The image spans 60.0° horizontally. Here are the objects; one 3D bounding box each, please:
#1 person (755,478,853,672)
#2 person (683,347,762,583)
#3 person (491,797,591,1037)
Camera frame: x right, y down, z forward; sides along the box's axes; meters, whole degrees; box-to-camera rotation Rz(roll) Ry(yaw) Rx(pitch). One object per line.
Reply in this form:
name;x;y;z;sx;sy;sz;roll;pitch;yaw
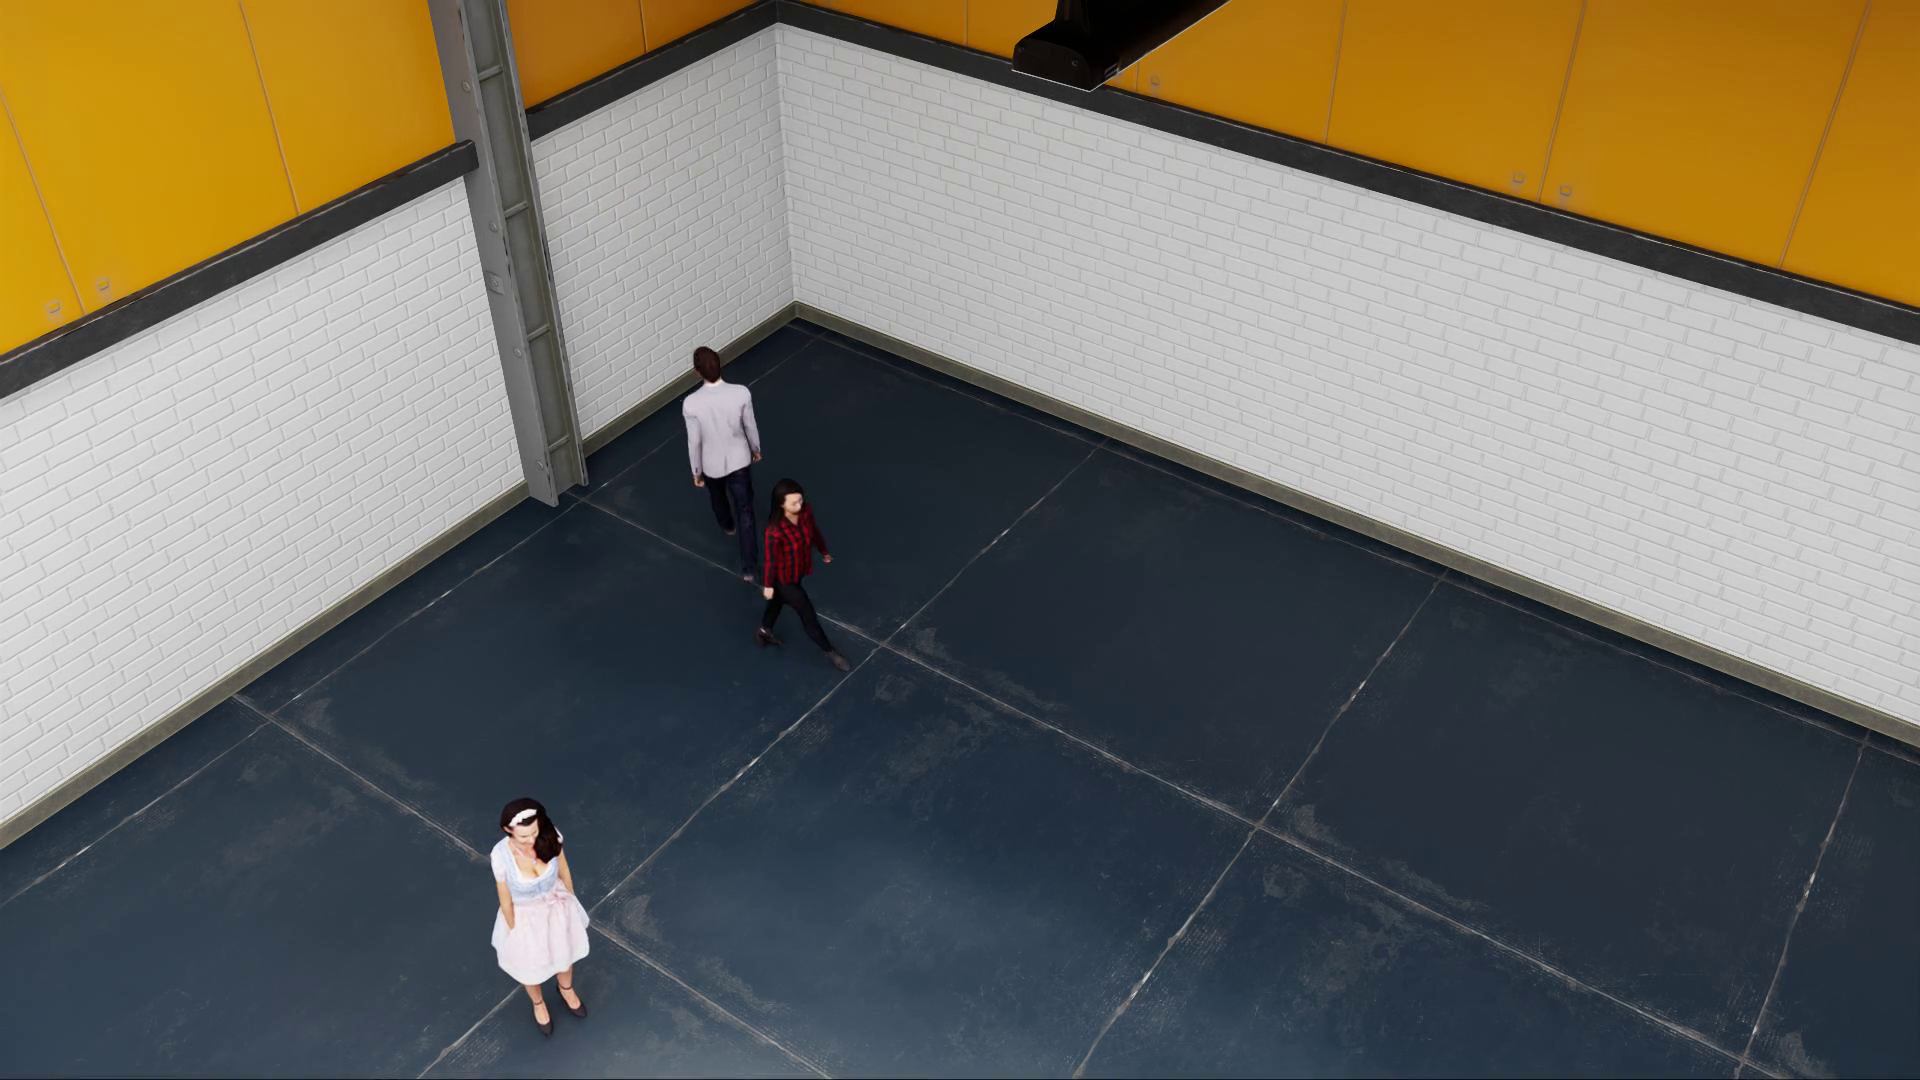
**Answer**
person;-1.239;0.207;11.326;0.822;1.614;1.006;16;41;19
person;-1.683;-0.510;12.071;1.253;1.804;1.274;-8;39;-10
person;-2.256;2.018;8.905;0.771;1.805;0.852;-24;44;-27
